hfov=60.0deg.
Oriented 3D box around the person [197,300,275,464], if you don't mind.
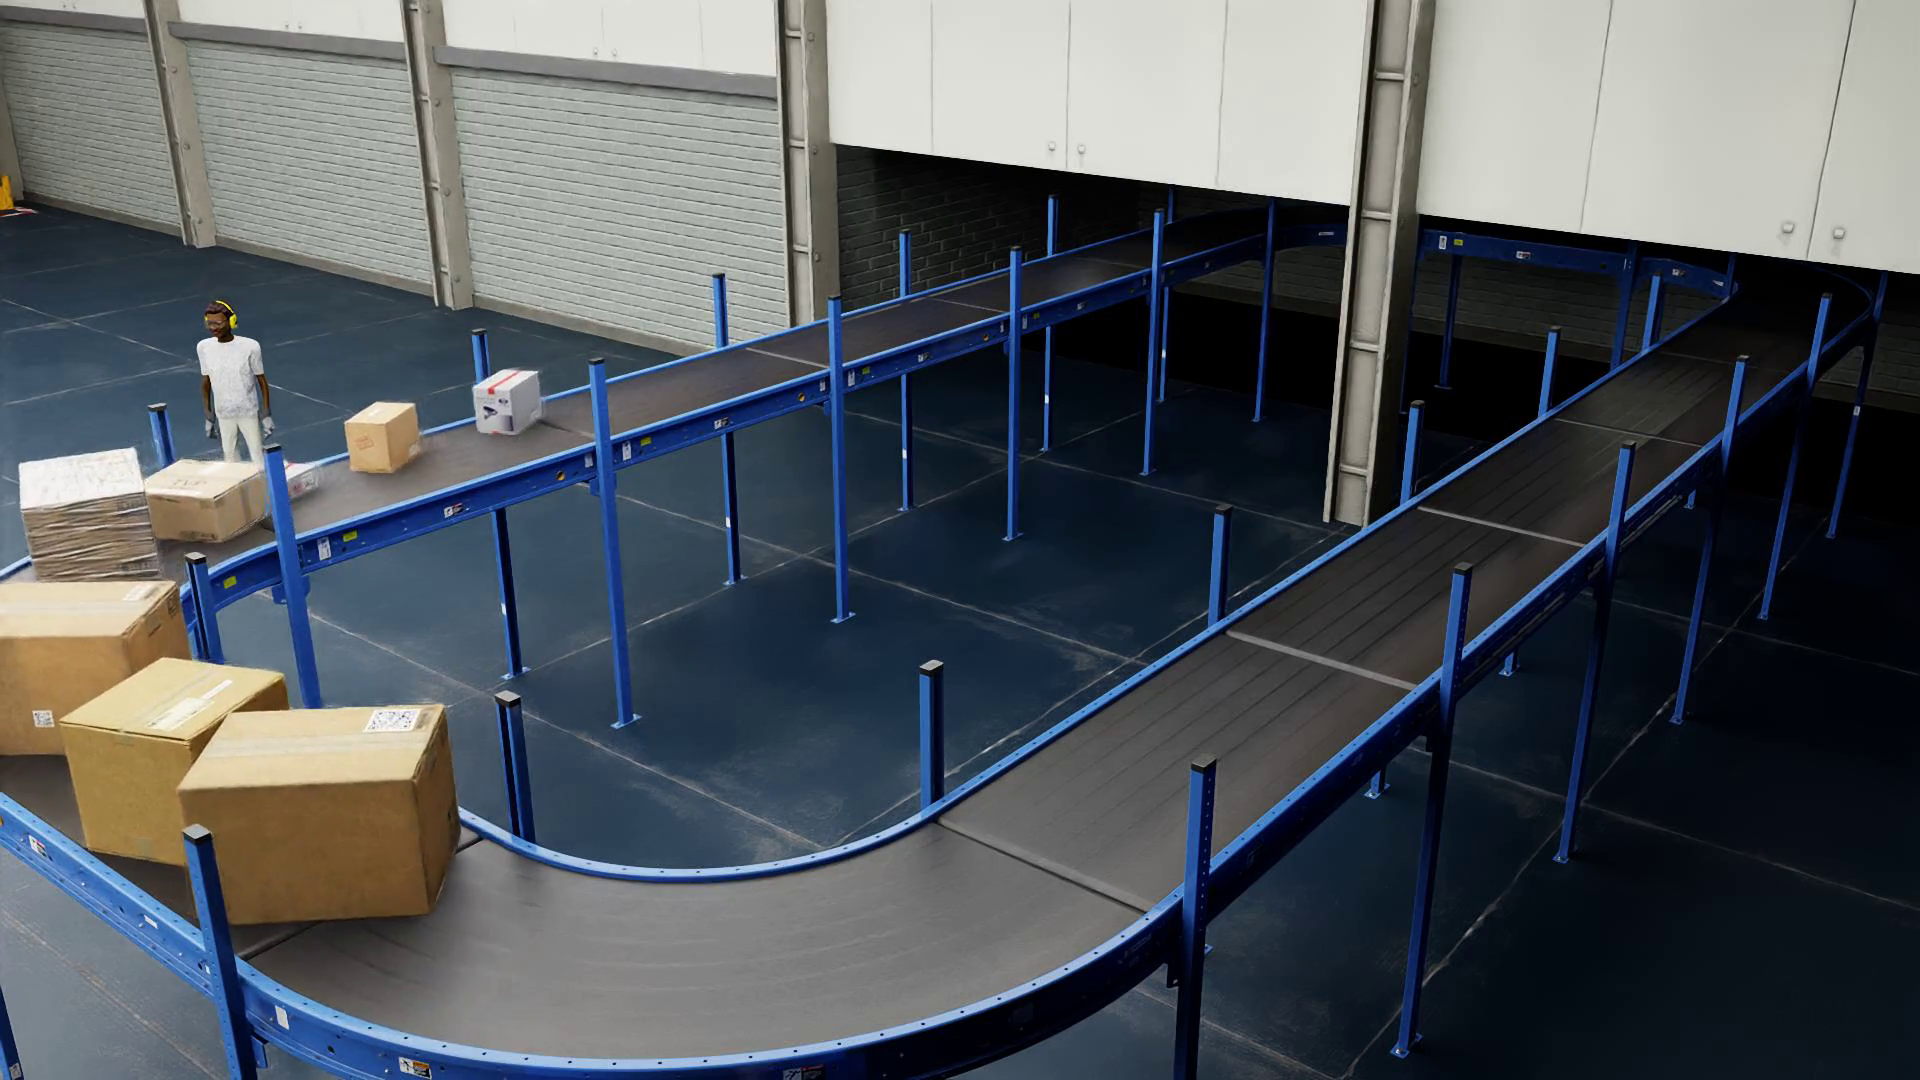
[{"bbox_3d":[-5.693,-0.973,13.111,0.538,1.869,0.312,-1,22,-3],"label":"person"}]
